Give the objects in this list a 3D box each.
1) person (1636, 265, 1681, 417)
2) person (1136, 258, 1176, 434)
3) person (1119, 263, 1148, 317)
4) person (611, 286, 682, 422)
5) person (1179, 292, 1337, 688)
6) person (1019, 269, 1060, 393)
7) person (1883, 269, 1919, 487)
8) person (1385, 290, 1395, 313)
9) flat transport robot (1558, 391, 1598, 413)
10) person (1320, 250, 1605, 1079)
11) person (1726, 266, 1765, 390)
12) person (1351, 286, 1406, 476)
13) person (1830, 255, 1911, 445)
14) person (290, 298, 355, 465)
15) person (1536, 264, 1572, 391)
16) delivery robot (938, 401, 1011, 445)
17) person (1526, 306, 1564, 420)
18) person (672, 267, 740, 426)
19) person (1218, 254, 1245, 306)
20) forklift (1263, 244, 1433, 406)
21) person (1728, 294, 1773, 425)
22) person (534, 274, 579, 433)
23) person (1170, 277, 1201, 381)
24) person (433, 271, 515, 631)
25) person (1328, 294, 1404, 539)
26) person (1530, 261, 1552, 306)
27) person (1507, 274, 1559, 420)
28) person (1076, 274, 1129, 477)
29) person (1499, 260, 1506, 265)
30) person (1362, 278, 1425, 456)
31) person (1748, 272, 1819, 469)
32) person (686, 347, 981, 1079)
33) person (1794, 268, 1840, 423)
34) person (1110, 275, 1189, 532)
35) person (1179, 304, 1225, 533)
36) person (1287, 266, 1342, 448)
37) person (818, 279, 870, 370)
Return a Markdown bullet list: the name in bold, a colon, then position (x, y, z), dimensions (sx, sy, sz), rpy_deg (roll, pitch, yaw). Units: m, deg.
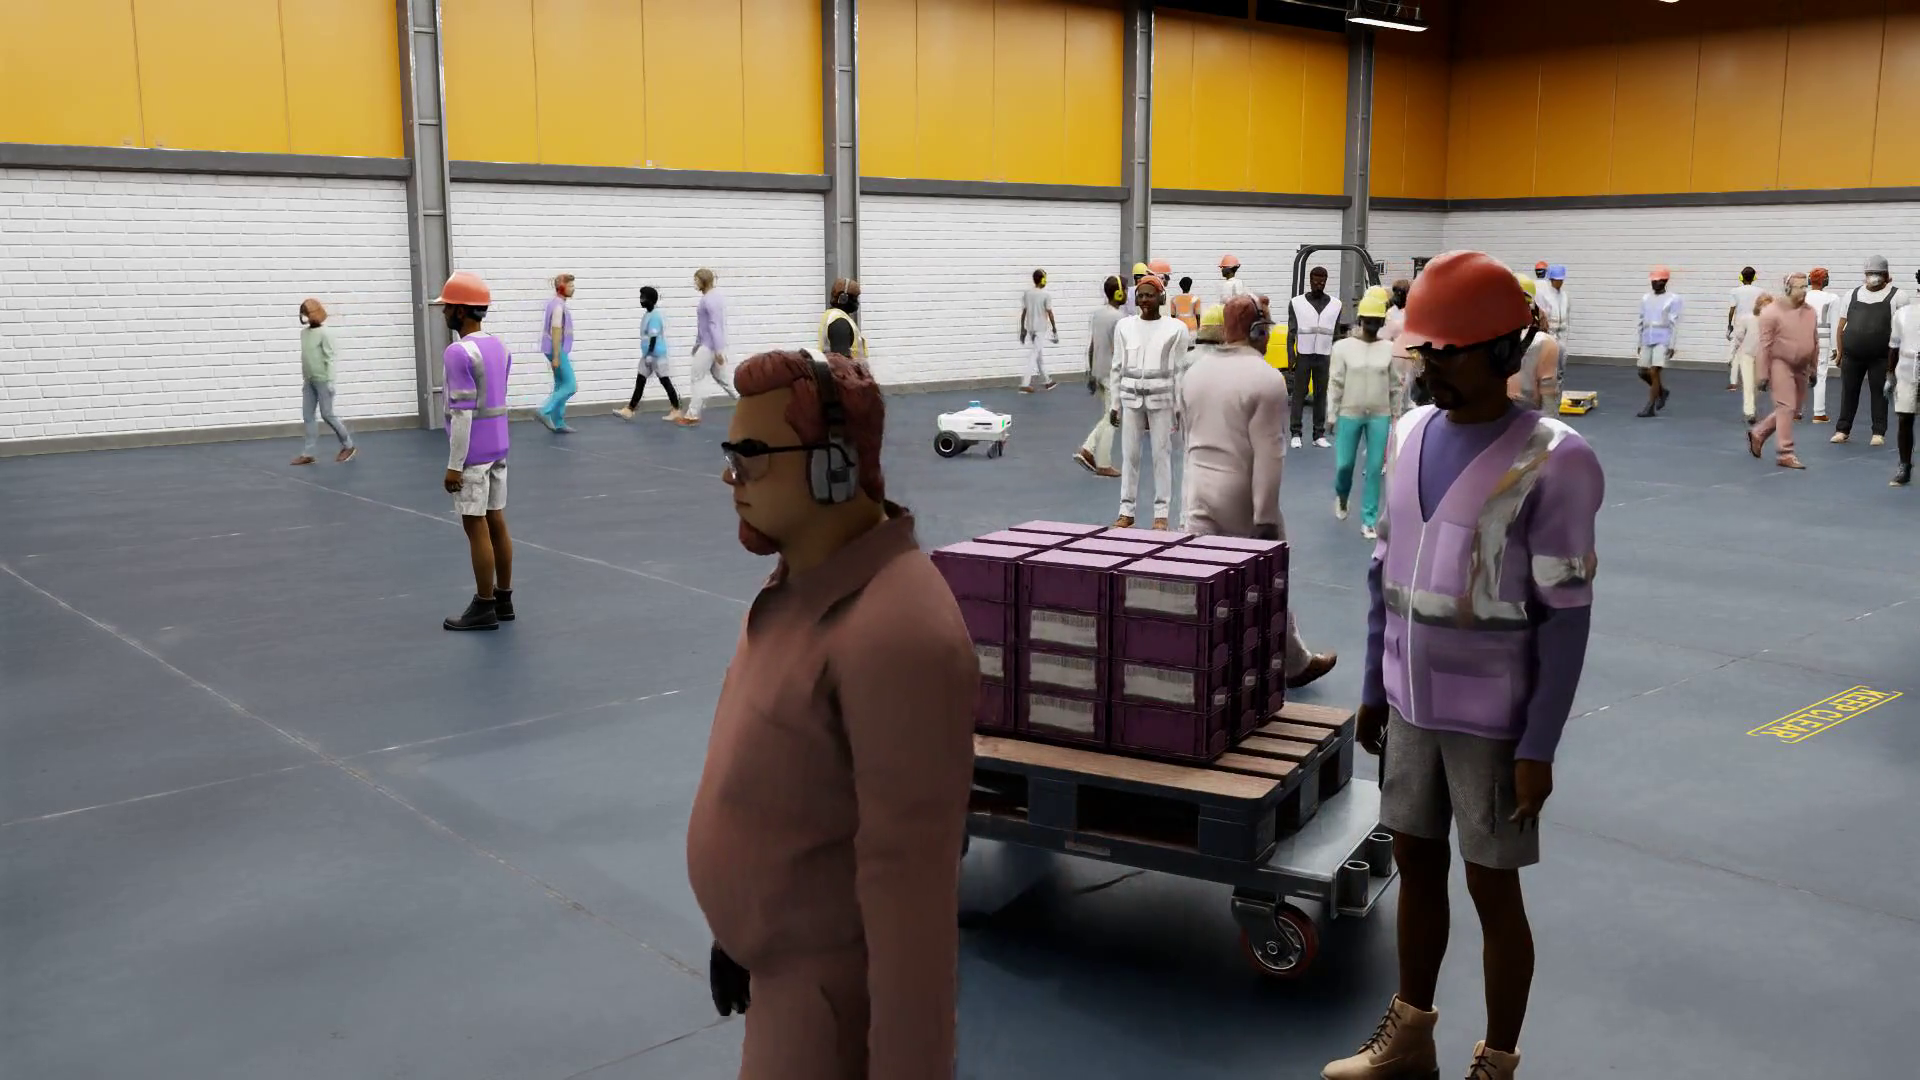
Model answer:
- **person**: position (8.819, -2.509, 20.988), dimensions (0.634, 1.917, 0.551), rpy_deg (-7, 12, -34)
- **person**: position (2.242, -2.203, 18.968), dimensions (0.396, 1.992, 0.623), rpy_deg (-4, 11, -25)
- **person**: position (2.514, -2.916, 23.347), dimensions (0.585, 1.927, 0.366), rpy_deg (0, 10, -1)
- **person**: position (-3.801, -2.248, 20.210), dimensions (0.875, 1.644, 0.553), rpy_deg (-5, 11, -25)
- **person**: position (1.311, -0.193, 7.601), dimensions (0.980, 1.850, 0.669), rpy_deg (-7, 12, -34)
- **person**: position (1.215, -3.098, 24.716), dimensions (0.529, 1.813, 0.992), rpy_deg (9, 13, 42)
- **person**: position (8.506, -1.438, 14.644), dimensions (0.596, 1.947, 0.613), rpy_deg (-8, 12, -38)
- **person**: position (4.962, -2.136, 19.660), dimensions (0.698, 1.610, 0.546), rpy_deg (-6, 12, -32)
- **flat transport robot**: position (7.911, -1.818, 21.758), dimensions (0.652, 0.197, 1.431), rpy_deg (5, 11, 27)
- **person**: position (1.113, 0.375, 3.767), dimensions (0.393, 2.034, 0.605), rpy_deg (-5, 11, -28)
- **person**: position (11.867, -3.196, 25.151), dimensions (0.511, 1.872, 0.328), rpy_deg (2, 10, 13)
- **person**: position (3.765, -1.443, 15.221), dimensions (0.562, 1.745, 0.570), rpy_deg (8, 13, 41)
- **person**: position (9.748, -2.035, 17.856), dimensions (0.688, 2.000, 0.539), rpy_deg (9, 13, 41)
- **person**: position (-6.249, -1.542, 16.229), dimensions (0.511, 1.634, 0.547), rpy_deg (7, 12, 36)
- **person**: position (8.023, -2.801, 22.701), dimensions (0.639, 1.923, 0.726), rpy_deg (-3, 10, -18)
- **delivery robot**: position (0.152, -1.163, 16.821), dimensions (0.707, 0.478, 0.477), rpy_deg (2, 10, 14)
- **person**: position (4.525, -1.043, 13.236), dimensions (0.503, 1.632, 0.274), rpy_deg (7, 12, 34)
- **person**: position (-2.928, -2.303, 19.856), dimensions (0.974, 1.902, 0.618), rpy_deg (-1, 10, -6)
- **person**: position (3.954, -3.171, 24.494), dimensions (0.377, 2.045, 0.605), rpy_deg (5, 11, 28)
- **forklift**: position (5.256, -2.933, 22.661), dimensions (2.313, 2.155, 1.214), rpy_deg (3, 10, 16)
- **person**: position (9.577, -2.177, 20.038), dimensions (0.541, 1.567, 0.870), rpy_deg (2, 10, 11)
- **person**: position (-4.547, -2.100, 18.872), dimensions (0.446, 1.829, 0.561), rpy_deg (-3, 10, -17)
- **person**: position (3.645, -3.409, 26.923), dimensions (0.531, 1.694, 0.320), rpy_deg (5, 11, 25)
- **person**: position (-2.637, -0.476, 9.019), dimensions (0.354, 1.942, 0.545), rpy_deg (2, 10, 9)
- **person**: position (2.931, -0.905, 12.057), dimensions (0.538, 1.754, 0.556), rpy_deg (1, 10, 6)
- **person**: position (10.493, -4.077, 30.143), dimensions (0.542, 1.928, 0.374), rpy_deg (3, 10, 19)
- **person**: position (3.287, -0.634, 10.004), dimensions (0.603, 1.915, 0.511), rpy_deg (9, 13, 42)
- **person**: position (1.369, -1.486, 15.187), dimensions (0.404, 1.859, 0.506), rpy_deg (-4, 10, -22)
- **person**: position (6.731, -2.572, 21.196), dimensions (0.434, 1.971, 0.636), rpy_deg (-4, 10, -22)
- **person**: position (4.541, -1.756, 16.915), dimensions (0.901, 1.809, 0.623), rpy_deg (-2, 10, -12)
- **person**: position (7.982, -1.654, 16.112), dimensions (0.650, 1.883, 0.810), rpy_deg (-3, 10, -19)
- **person**: position (-0.216, 0.659, 2.515), dimensions (0.430, 1.892, 0.653), rpy_deg (-2, 10, -13)
- **person**: position (10.376, -2.360, 20.222), dimensions (0.573, 1.883, 0.356), rpy_deg (9, 13, 43)
- **person**: position (1.368, -0.980, 12.140), dimensions (0.573, 1.883, 0.354), rpy_deg (4, 10, 20)
- **person**: position (1.739, -0.780, 11.518), dimensions (0.495, 1.686, 0.944), rpy_deg (4, 11, 25)
- **person**: position (3.745, -1.932, 17.625), dimensions (0.587, 1.914, 0.392), rpy_deg (-1, 10, -7)
- **person**: position (-0.958, -1.235, 13.769), dimensions (0.429, 1.839, 0.621), rpy_deg (-2, 10, -12)
